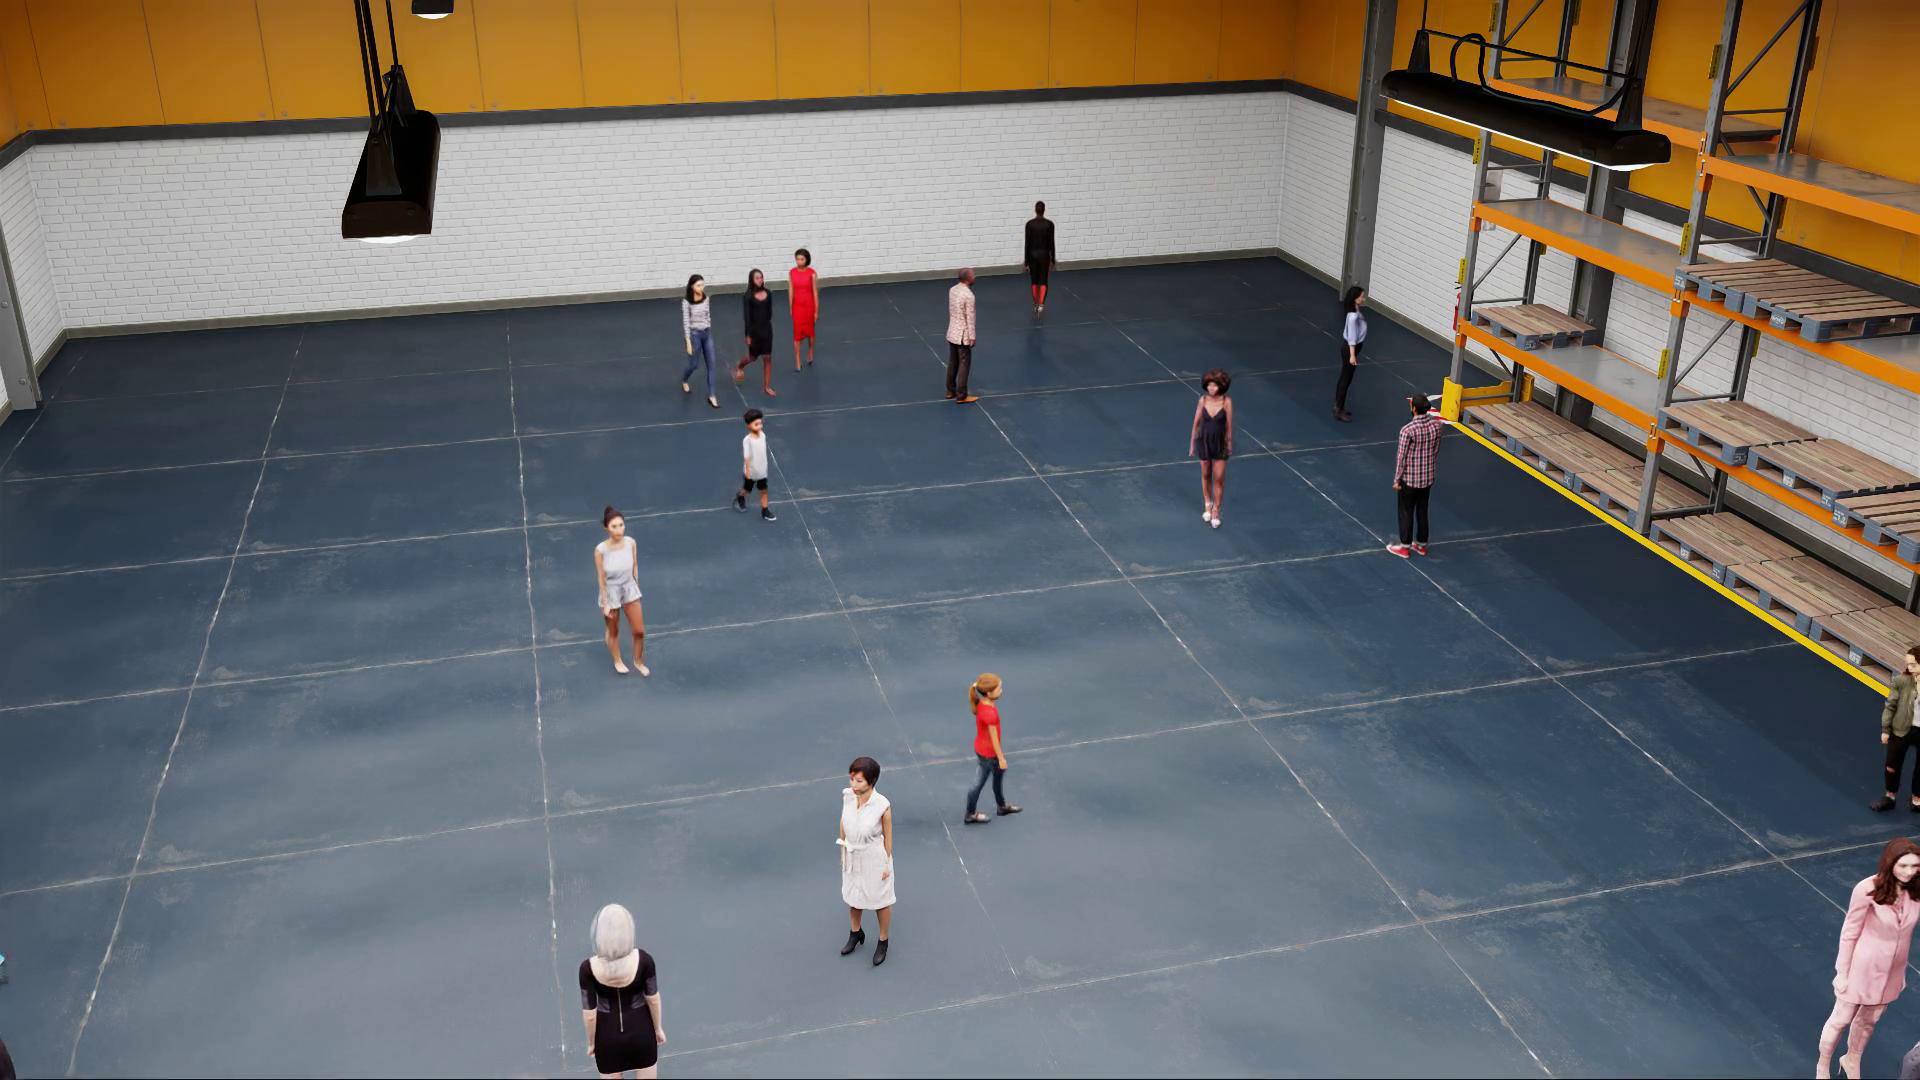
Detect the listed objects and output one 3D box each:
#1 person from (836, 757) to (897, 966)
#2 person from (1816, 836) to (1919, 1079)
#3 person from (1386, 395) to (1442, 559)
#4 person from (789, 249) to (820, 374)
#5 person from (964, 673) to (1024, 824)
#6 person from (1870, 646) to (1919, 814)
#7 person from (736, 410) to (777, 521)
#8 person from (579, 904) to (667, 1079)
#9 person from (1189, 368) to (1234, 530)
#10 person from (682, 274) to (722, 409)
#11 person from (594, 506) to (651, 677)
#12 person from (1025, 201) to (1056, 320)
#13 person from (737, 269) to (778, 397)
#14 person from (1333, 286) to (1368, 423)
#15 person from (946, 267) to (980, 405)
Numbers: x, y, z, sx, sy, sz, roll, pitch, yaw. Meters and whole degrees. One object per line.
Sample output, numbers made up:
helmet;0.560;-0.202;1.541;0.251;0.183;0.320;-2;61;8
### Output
person;-0.631;2.137;11.202;0.640;1.556;0.694;12;26;25
person;5.441;2.553;9.944;0.637;1.803;0.559;-3;24;-6
person;4.767;-0.667;17.372;0.711;1.754;0.616;-11;26;-23
person;-2.150;-3.222;23.284;0.866;1.699;1.163;3;24;6
person;0.139;1.613;12.729;0.627;1.295;0.668;-2;24;-4
person;7.410;1.482;12.823;0.759;1.459;0.795;7;25;15
person;-2.300;-0.845;18.410;0.723;1.248;0.891;-22;32;-40
person;-1.882;2.805;9.337;0.581;1.827;0.490;-6;24;-13
person;2.788;-1.050;18.219;0.775;1.777;0.842;8;25;17
person;-3.477;-2.610;21.802;0.914;1.766;1.109;-21;31;-40
person;-3.109;0.457;14.996;0.641;1.596;0.711;-13;27;-27
person;1.227;-4.305;25.665;0.908;1.776;1.249;2;24;5
person;-2.743;-2.796;22.309;0.914;1.700;1.093;-21;31;-39
person;5.006;-2.403;21.353;0.793;1.745;0.655;5;24;11
person;0.012;-2.713;21.996;0.792;1.799;0.640;-14;27;-29
